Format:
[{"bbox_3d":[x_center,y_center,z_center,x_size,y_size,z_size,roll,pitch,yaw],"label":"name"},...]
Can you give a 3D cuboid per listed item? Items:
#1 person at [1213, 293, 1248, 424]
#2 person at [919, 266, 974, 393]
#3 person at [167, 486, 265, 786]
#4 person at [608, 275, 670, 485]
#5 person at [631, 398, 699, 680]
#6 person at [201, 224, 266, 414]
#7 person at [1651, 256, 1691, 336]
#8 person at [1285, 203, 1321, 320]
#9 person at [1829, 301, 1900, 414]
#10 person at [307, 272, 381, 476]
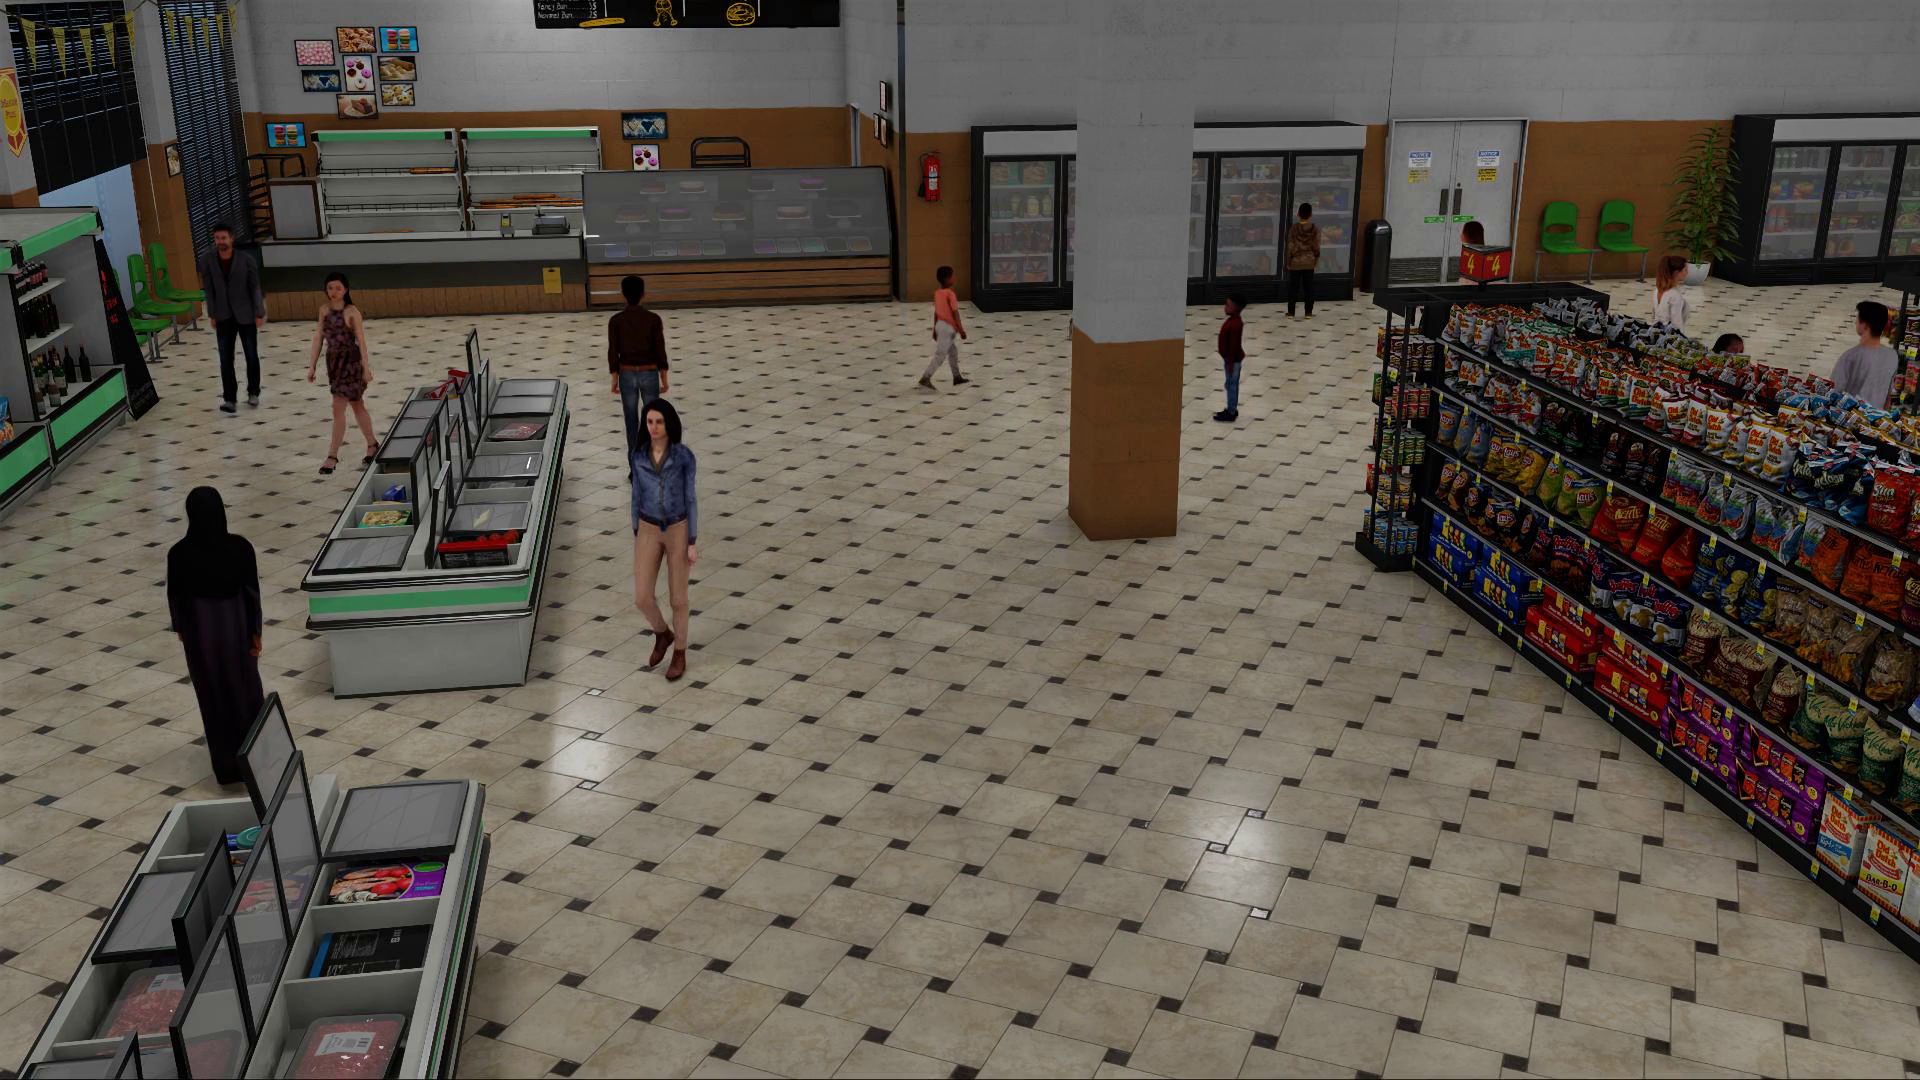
[{"bbox_3d":[2.676,-1.789,16.230,0.628,1.253,0.523,4,19,12],"label":"person"},{"bbox_3d":[-0.196,-2.184,17.341,0.708,1.293,0.890,-9,21,-26],"label":"person"},{"bbox_3d":[-3.944,0.520,8.833,0.837,1.606,1.168,-9,21,-26],"label":"person"},{"bbox_3d":[-2.725,-1.361,14.139,0.645,1.780,0.494,-3,19,-10],"label":"person"},{"bbox_3d":[-1.769,-0.023,10.190,0.693,1.767,0.734,3,19,8],"label":"person"},{"bbox_3d":[-7.215,-2.227,16.602,0.751,1.847,1.009,-5,19,-14],"label":"person"},{"bbox_3d":[6.569,-1.794,15.517,0.692,1.720,0.490,-1,19,-4],"label":"person"},{"bbox_3d":[4.348,-3.540,21.108,0.627,1.455,0.636,1,19,3],"label":"person"},{"bbox_3d":[6.693,-0.805,12.350,0.696,1.868,0.682,-3,19,-8],"label":"person"},{"bbox_3d":[-5.289,-1.466,14.519,0.987,1.736,1.115,10,21,27],"label":"person"}]
